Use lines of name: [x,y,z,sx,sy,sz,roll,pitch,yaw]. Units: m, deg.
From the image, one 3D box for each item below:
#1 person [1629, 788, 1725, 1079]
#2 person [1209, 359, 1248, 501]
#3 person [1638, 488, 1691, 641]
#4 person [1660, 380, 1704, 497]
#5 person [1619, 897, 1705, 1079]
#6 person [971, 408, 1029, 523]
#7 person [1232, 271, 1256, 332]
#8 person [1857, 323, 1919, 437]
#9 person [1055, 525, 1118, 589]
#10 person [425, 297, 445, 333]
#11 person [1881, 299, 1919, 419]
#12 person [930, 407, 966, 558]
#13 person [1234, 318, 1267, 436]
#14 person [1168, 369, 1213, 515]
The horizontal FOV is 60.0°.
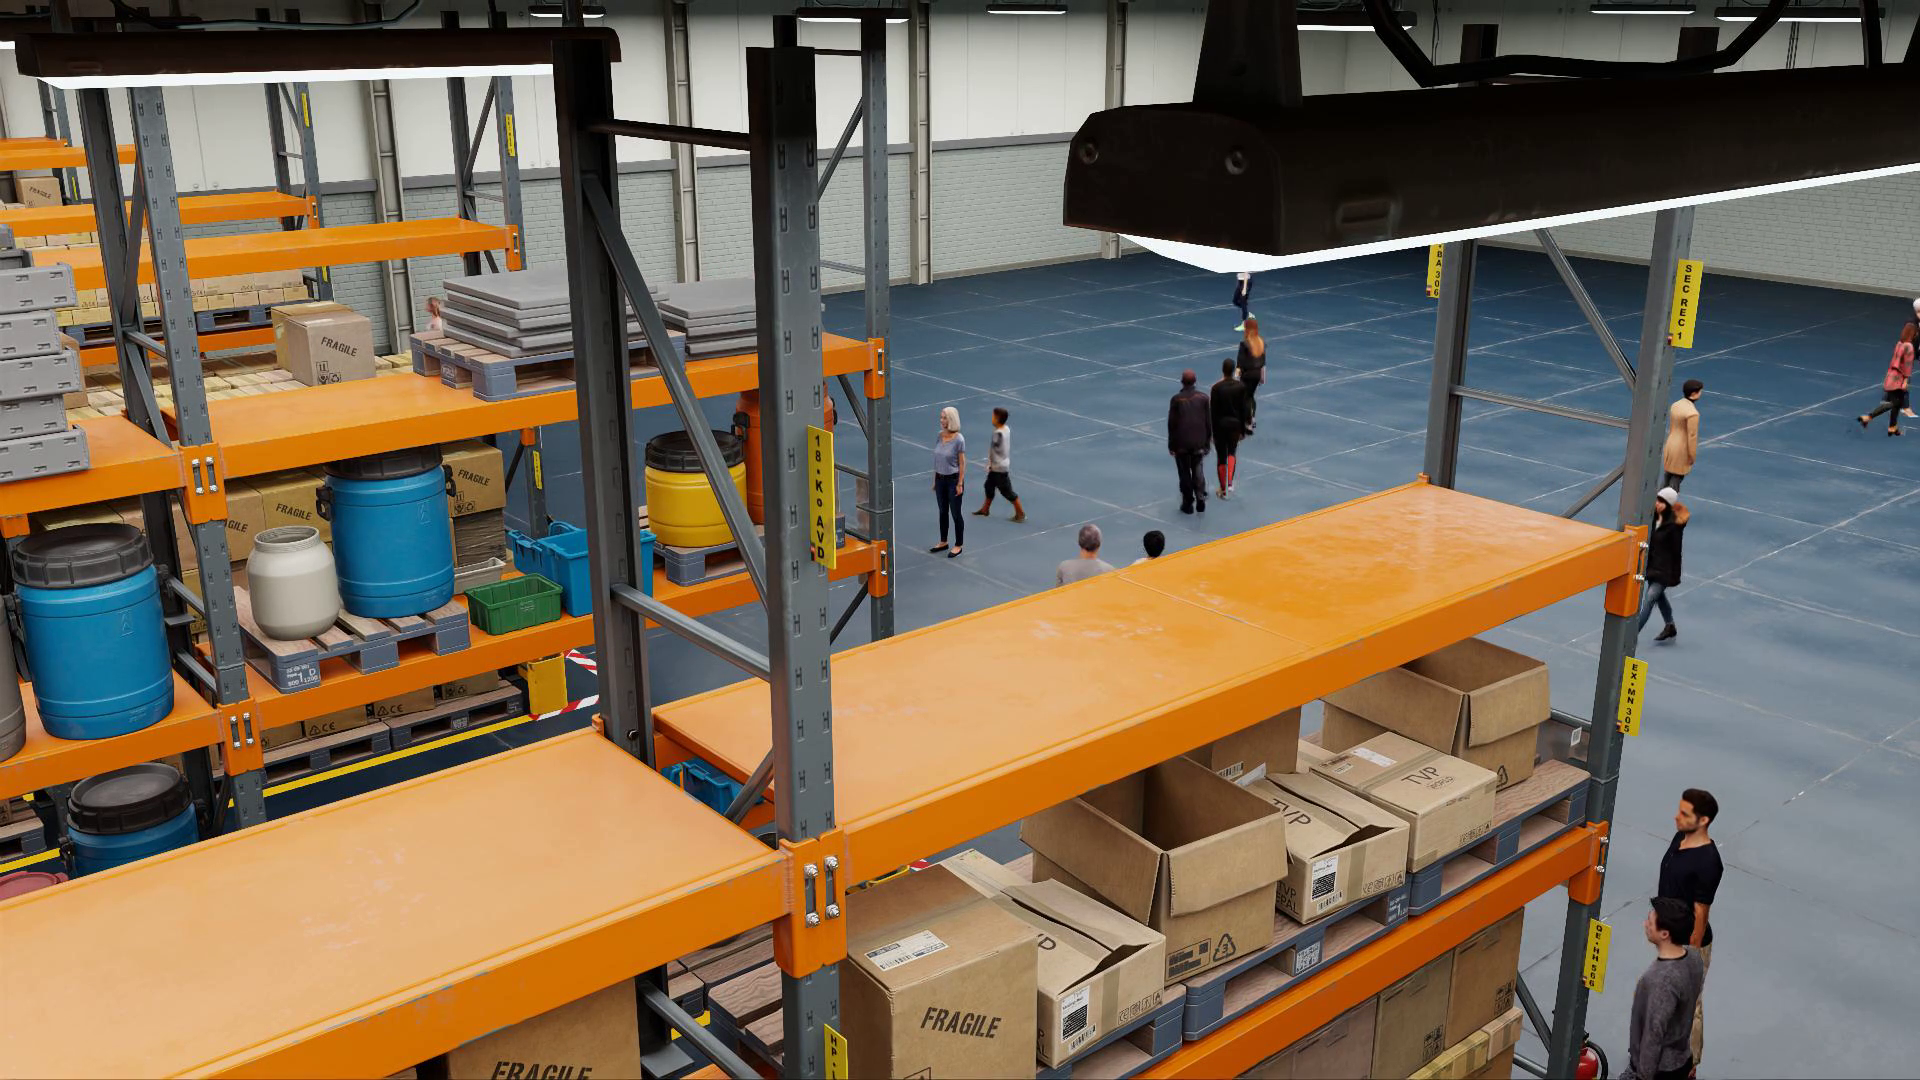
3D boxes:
person: [4.213,2.289,9.650,0.741,1.854,0.706,0,18,-1]
person: [3.397,-1.389,21.026,0.722,1.803,0.820,-2,18,-6]
person: [6.868,0.283,16.233,1.125,1.592,0.852,-7,19,-21]
person: [8.798,-1.129,20.358,0.789,1.723,0.764,-3,18,-9]
person: [3.636,2.695,8.452,0.834,1.825,0.723,15,23,38]
person: [0.545,-0.939,20.257,0.935,1.425,1.018,8,20,22]
person: [5.523,-4.848,31.834,0.819,1.689,0.746,-6,19,-16]
person: [13.445,-2.291,24.001,1.030,1.677,0.990,1,18,4]
person: [1.054,0.840,14.054,0.964,1.882,1.021,0,18,1]
person: [-7.816,-2.780,25.335,1.207,1.781,0.943,-4,19,-13]
person: [13.913,-2.740,24.633,0.856,1.763,0.712,-13,22,-36]
person: [-0.119,-0.677,18.971,0.616,1.722,0.541,16,24,40]
person: [4.277,-2.354,24.160,0.612,1.698,0.747,-8,20,-24]
person: [2.821,-1.166,20.332,0.900,1.810,0.955,0,18,-1]
